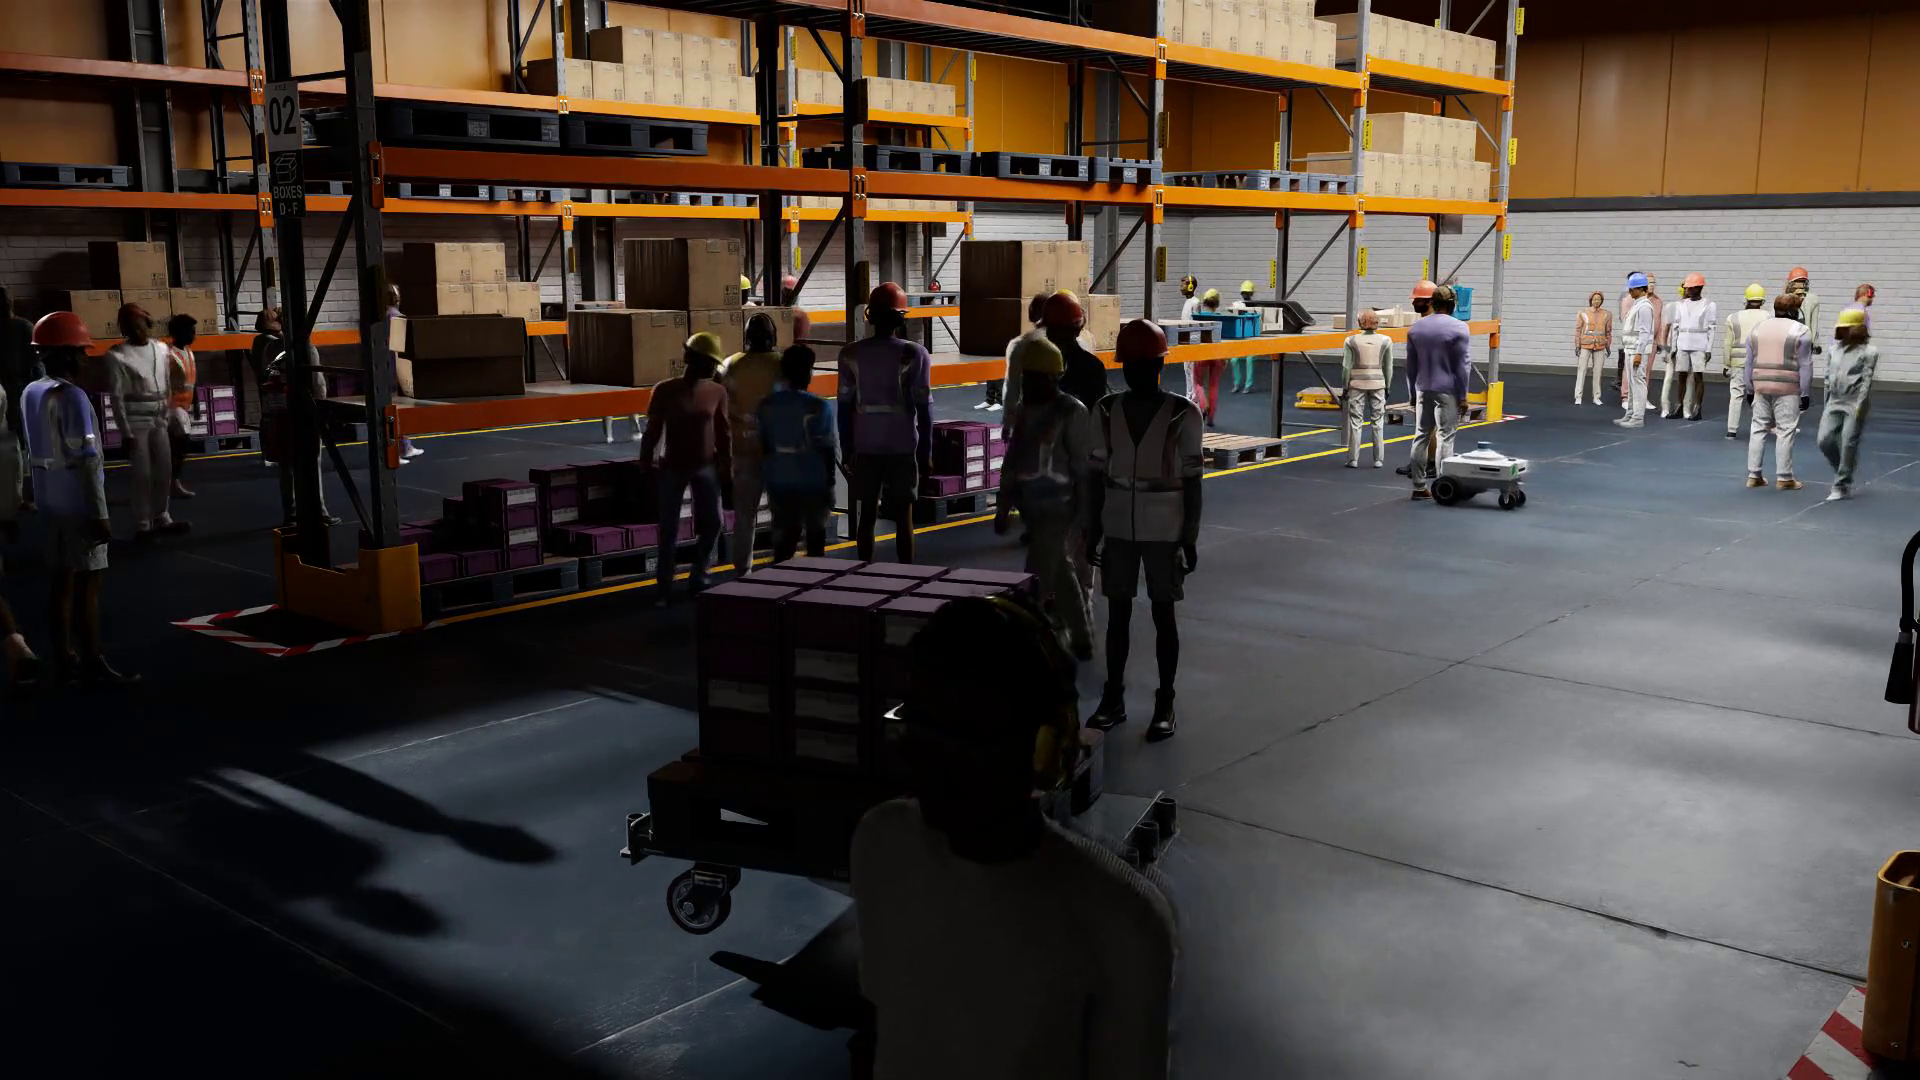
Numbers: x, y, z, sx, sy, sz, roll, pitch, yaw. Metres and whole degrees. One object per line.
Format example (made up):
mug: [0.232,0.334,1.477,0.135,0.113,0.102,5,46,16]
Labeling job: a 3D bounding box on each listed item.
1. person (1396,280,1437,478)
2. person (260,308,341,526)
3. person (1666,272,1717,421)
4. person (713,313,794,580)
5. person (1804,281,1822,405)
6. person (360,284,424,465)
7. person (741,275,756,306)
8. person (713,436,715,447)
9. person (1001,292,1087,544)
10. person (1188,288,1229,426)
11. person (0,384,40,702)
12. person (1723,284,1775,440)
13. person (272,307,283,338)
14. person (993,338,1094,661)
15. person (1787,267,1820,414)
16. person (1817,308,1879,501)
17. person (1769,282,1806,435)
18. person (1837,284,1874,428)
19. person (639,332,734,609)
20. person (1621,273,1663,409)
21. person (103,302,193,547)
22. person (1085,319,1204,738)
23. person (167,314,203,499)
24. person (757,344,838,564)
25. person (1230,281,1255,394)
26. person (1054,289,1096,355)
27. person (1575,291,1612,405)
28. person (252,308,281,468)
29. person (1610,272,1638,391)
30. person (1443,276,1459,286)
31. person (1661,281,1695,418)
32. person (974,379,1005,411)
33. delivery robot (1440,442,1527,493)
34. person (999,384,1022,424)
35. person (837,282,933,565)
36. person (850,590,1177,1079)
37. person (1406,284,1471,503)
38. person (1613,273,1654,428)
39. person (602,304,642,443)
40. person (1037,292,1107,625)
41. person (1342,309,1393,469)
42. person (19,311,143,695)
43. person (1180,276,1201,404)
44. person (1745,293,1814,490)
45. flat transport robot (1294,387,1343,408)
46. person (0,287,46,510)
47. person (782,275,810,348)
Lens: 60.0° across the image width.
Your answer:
person: [4.544,-1.569,16.332,0.362,1.939,0.543,-1,10,-4]
person: [-5.331,-1.005,13.444,0.587,1.826,0.404,5,11,25]
person: [9.583,-2.529,21.801,0.374,1.935,0.552,-8,13,-39]
person: [-1.300,-0.578,11.006,0.619,1.835,0.430,2,10,10]
person: [11.865,-2.800,23.648,0.983,1.842,0.577,-3,10,-18]
person: [-5.828,-1.730,17.430,0.652,1.880,0.795,6,12,32]
person: [-2.623,-2.258,20.294,0.381,1.923,0.591,-4,11,-22]
person: [-1.992,-1.080,14.485,0.543,1.601,0.813,8,13,38]
person: [0.625,-0.900,12.545,0.665,1.929,0.519,-3,10,-17]
person: [3.156,-2.312,21.111,0.543,1.746,0.367,0,10,-1]
person: [-4.762,-0.128,7.900,0.605,2.024,0.622,6,11,29]
person: [9.275,-2.080,19.528,0.594,1.837,0.404,4,11,23]
person: [-7.286,-1.687,17.900,0.497,1.629,0.276,7,12,35]
person: [0.377,-0.166,8.781,0.943,1.777,0.629,-6,12,-30]
person: [11.324,-2.699,22.602,0.622,1.993,0.382,-1,10,-5]
person: [7.944,-1.205,14.877,0.430,1.725,0.484,-6,12,-30]
person: [10.028,-2.189,20.128,0.519,1.844,0.331,-6,12,-32]
person: [11.251,-2.316,20.992,0.398,1.804,0.713,6,11,29]
person: [-1.732,-0.428,10.425,0.649,1.741,0.352,-6,12,-31]
person: [9.568,-2.775,23.285,0.639,1.911,0.406,-3,10,-17]
person: [-6.194,-0.880,12.656,0.430,1.853,0.717,3,10,16]
person: [0.832,-0.044,7.654,0.552,1.934,0.373,4,11,24]
person: [-7.047,-1.185,14.889,0.509,1.660,0.549,-1,10,-7]
person: [-0.973,-0.345,10.088,0.546,1.680,0.379,4,11,22]
person: [4.386,-3.116,25.657,0.560,1.743,0.557,6,12,32]
person: [0.881,-1.091,13.678,0.402,1.919,0.587,8,13,39]
person: [9.118,-2.762,23.976,0.511,1.640,0.308,1,10,7]
person: [-7.087,-1.563,17.153,0.507,1.635,0.272,8,13,37]
person: [10.682,-3.303,26.368,1.078,1.874,0.615,-9,13,-41]
person: [6.909,-2.809,23.639,0.980,1.860,0.659,-3,10,-17]
person: [9.587,-2.528,22.079,0.520,1.845,0.450,1,10,5]
person: [0.467,-2.759,23.167,0.392,1.920,0.593,-6,11,-30]
delivery robot: [4.582,-0.617,14.583,0.707,0.478,0.477,7,13,37]
person: [0.786,-2.128,19.669,0.982,1.885,0.568,-7,12,-35]
person: [-0.460,-0.596,10.493,0.614,2.041,0.393,2,10,13]
person: [0.051,0.959,2.176,0.545,1.856,0.522,8,13,40]
person: [4.241,-1.293,14.758,0.374,1.941,0.627,-8,13,-38]
person: [8.523,-2.386,20.962,0.390,1.945,0.603,2,10,10]
person: [-3.929,-1.928,19.331,0.504,1.603,0.533,6,12,31]
person: [0.615,-0.486,10.009,0.382,1.994,0.608,-8,13,-39]
person: [4.167,-1.541,17.029,0.513,1.638,0.307,1,10,3]
person: [-4.492,-0.184,8.447,0.544,1.938,0.355,7,12,34]
person: [3.232,-2.779,23.421,0.309,1.868,0.535,-1,10,-8]
person: [7.683,-1.391,15.600,0.429,1.839,0.633,-7,12,-33]
flat transport robot: [5.213,-2.032,23.710,0.652,0.197,1.431,4,11,20]
person: [-8.163,-1.217,14.341,0.634,1.933,0.352,3,10,14]
person: [-1.900,-1.859,17.912,0.633,1.964,0.708,5,11,27]
